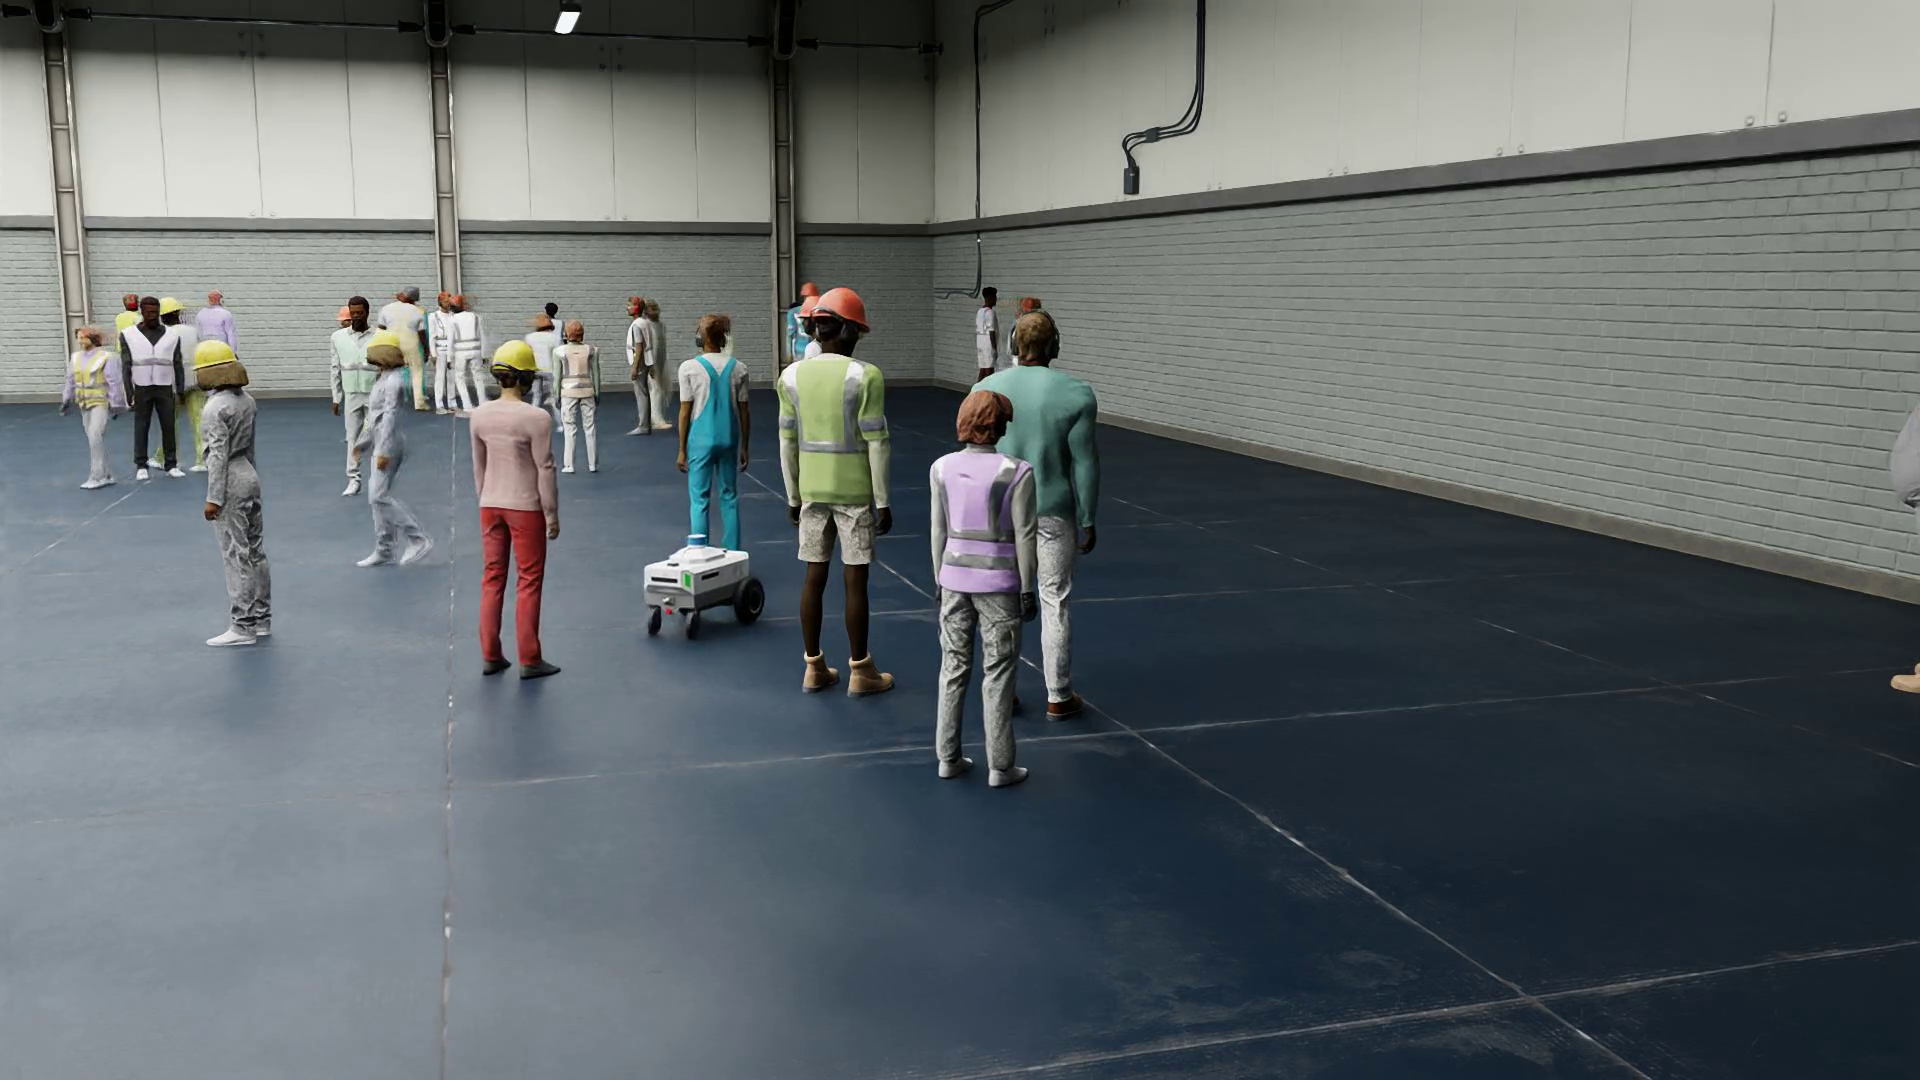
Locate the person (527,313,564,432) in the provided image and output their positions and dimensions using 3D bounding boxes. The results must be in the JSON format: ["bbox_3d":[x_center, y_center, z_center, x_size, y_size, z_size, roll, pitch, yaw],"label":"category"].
[{"bbox_3d":[-5.616,-2.267,22.598,0.492,1.617,0.374,0,9,0],"label":"person"}]

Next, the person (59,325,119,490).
[{"bbox_3d":[-8.652,-1.301,16.452,0.533,1.620,0.618,4,10,22],"label":"person"}]

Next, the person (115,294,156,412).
[{"bbox_3d":[-12.976,-2.923,26.070,0.563,1.847,0.388,5,10,30],"label":"person"}]

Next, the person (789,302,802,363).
[{"bbox_3d":[-2.678,-3.084,27.572,0.322,1.698,0.528,-2,9,-13],"label":"person"}]

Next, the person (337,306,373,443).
[{"bbox_3d":[-7.688,-2.084,21.057,0.563,1.742,0.360,6,10,31],"label":"person"}]

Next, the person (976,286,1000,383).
[{"bbox_3d":[0.462,-3.127,27.003,0.366,1.963,0.603,-3,10,-20],"label":"person"}]

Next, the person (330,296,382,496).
[{"bbox_3d":[-5.744,-1.386,16.035,0.596,1.918,0.381,-2,9,-11],"label":"person"}]

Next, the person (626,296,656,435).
[{"bbox_3d":[-4.264,-2.318,22.199,0.386,1.849,0.568,0,9,-3],"label":"person"}]

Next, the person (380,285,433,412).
[{"bbox_3d":[-8.694,-3.024,26.103,0.745,2.000,0.594,-1,9,-8],"label":"person"}]

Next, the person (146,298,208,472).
[{"bbox_3d":[-8.470,-1.667,17.987,0.887,1.872,0.592,4,10,25],"label":"person"}]

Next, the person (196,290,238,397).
[{"bbox_3d":[-11.658,-2.973,26.203,0.654,1.905,0.408,2,9,15],"label":"person"}]

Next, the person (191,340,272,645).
[{"bbox_3d":[-4.174,-0.267,9.486,0.308,1.736,0.485,0,9,1],"label":"person"}]

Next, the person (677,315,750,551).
[{"bbox_3d":[-1.702,-0.630,11.501,0.520,1.834,0.361,-5,10,-29],"label":"person"}]

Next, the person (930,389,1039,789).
[{"bbox_3d":[0.090,0.202,6.833,0.508,1.629,0.314,6,11,35],"label":"person"}]

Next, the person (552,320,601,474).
[{"bbox_3d":[-4.095,-1.524,17.806,0.513,1.641,0.307,-4,10,-26],"label":"person"}]

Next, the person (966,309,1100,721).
[{"bbox_3d":[0.346,-0.110,7.831,0.635,1.938,0.359,2,9,15],"label":"person"}]

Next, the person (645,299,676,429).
[{"bbox_3d":[-4.187,-2.421,23.003,0.361,1.815,0.592,5,10,29],"label":"person"}]

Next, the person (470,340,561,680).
[{"bbox_3d":[-2.316,-0.158,8.709,0.529,1.762,0.346,4,10,24],"label":"person"}]

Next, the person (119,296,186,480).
[{"bbox_3d":[-8.407,-1.582,17.354,0.606,1.906,0.406,-7,11,-38],"label":"person"}]

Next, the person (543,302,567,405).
[{"bbox_3d":[-6.743,-3.084,27.574,0.536,1.697,0.322,-7,11,-36],"label":"person"}]

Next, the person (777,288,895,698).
[{"bbox_3d":[-0.601,-0.231,8.309,0.605,2.033,0.391,4,10,26],"label":"person"}]

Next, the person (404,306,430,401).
[{"bbox_3d":[-9.403,-3.339,28.501,0.596,1.916,0.372,-1,9,-6],"label":"person"}]

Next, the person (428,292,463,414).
[{"bbox_3d":[-7.933,-2.884,25.705,0.339,1.882,0.584,6,11,33],"label":"person"}]

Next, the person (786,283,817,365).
[{"bbox_3d":[-2.244,-2.775,24.547,0.651,2.018,0.560,-3,9,-17],"label":"person"}]

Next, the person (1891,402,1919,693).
[{"bbox_3d":[4.973,-0.244,8.364,0.673,2.000,0.535,-8,12,-41],"label":"person"}]

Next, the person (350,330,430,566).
[{"bbox_3d":[-4.184,-0.651,12.008,0.449,1.715,0.513,-4,10,-26],"label":"person"}]

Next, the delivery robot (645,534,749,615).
[{"bbox_3d":[-1.558,0.210,9.891,0.477,0.478,0.707,4,10,24],"label":"delivery robot"}]

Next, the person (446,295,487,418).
[{"bbox_3d":[-7.354,-2.755,25.048,0.789,1.851,0.338,-7,11,-38],"label":"person"}]
